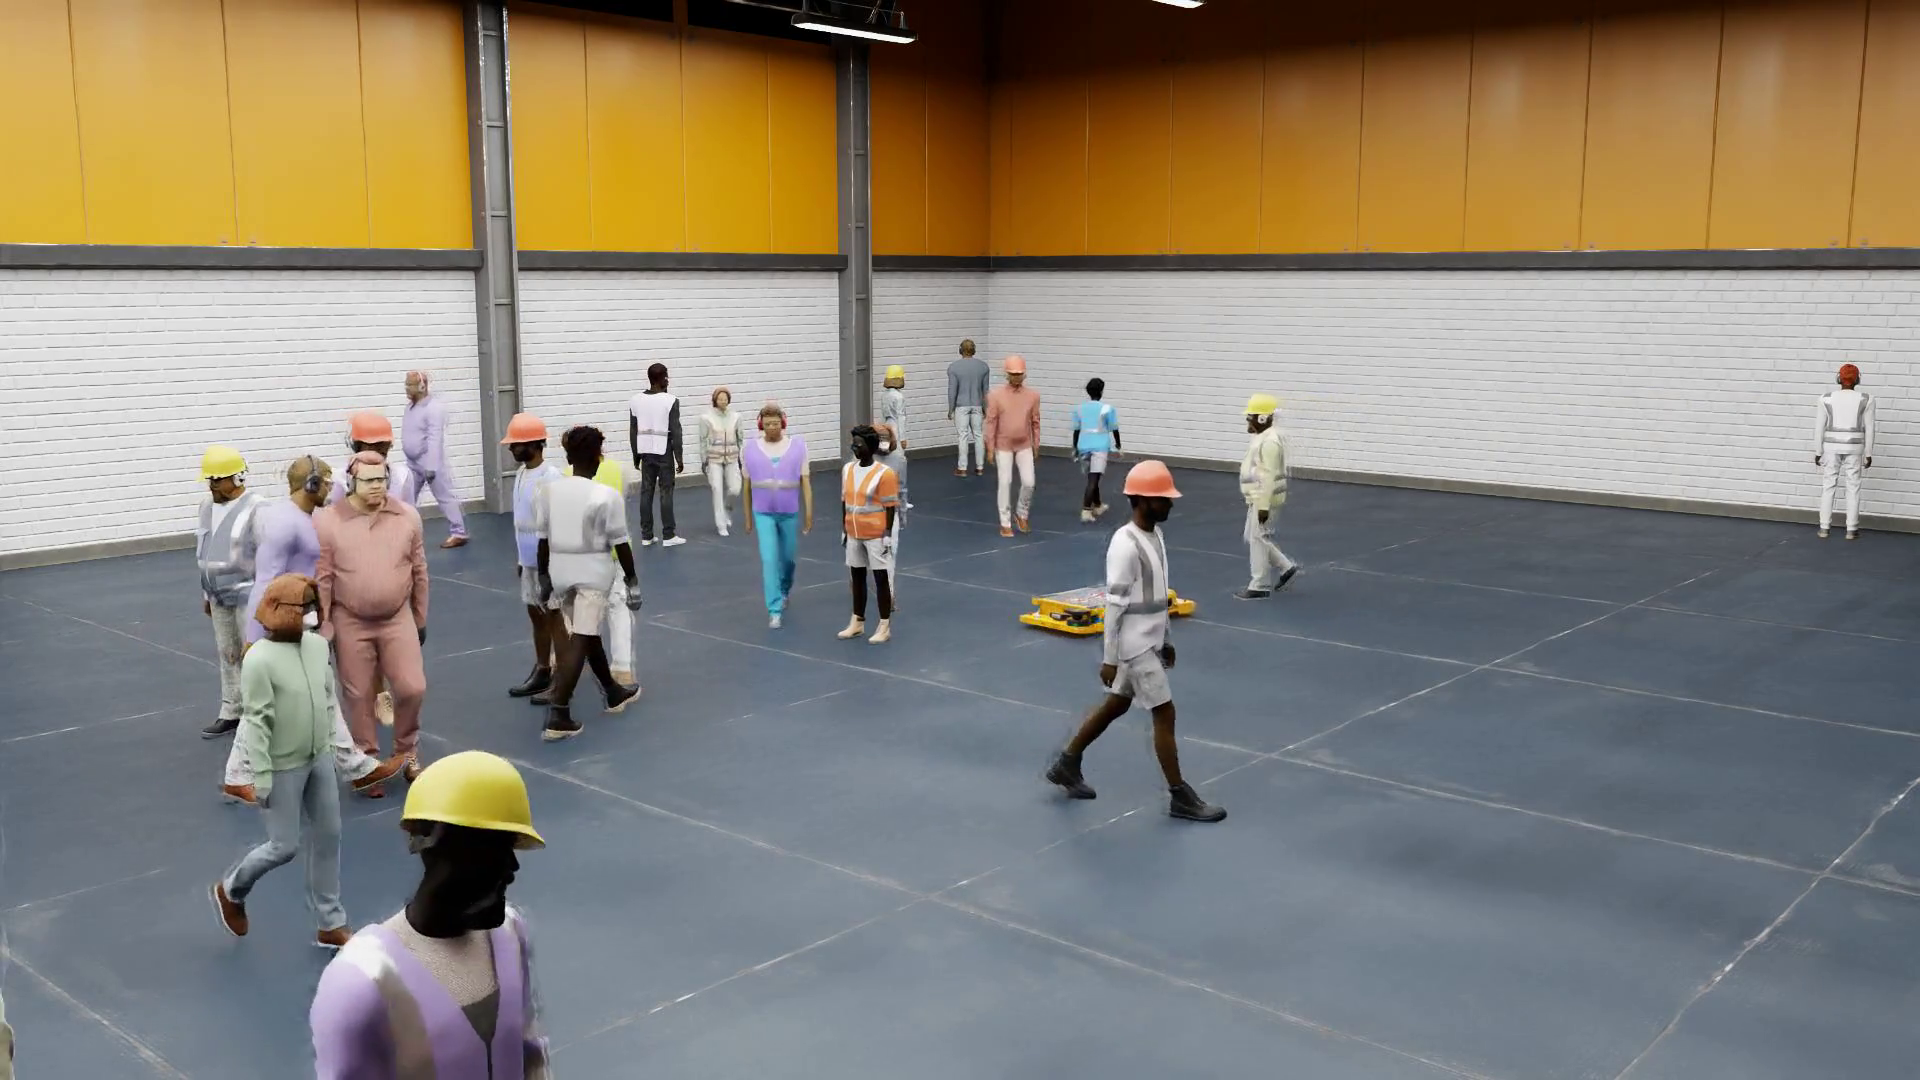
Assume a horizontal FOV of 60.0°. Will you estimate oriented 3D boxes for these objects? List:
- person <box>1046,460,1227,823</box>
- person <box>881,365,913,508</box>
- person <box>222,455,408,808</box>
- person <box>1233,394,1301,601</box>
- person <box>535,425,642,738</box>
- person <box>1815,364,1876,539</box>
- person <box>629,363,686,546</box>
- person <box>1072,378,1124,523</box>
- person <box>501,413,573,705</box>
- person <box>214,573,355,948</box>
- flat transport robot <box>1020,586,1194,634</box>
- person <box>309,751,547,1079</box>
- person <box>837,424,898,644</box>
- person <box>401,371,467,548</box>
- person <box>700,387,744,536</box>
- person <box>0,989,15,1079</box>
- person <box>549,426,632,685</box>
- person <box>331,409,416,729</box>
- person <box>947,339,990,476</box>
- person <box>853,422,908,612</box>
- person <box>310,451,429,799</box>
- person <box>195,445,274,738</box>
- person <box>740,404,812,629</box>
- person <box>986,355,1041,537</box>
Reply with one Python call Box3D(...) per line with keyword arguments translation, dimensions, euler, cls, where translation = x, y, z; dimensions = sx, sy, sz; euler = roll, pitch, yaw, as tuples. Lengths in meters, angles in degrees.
Box3D(translation=(0.894, 0.510, 8.755), dimensions=(1.014, 1.893, 0.555), euler=(4, 10, 22), cls="person")
Box3D(translation=(-0.787, -1.261, 20.312), dimensions=(0.295, 1.744, 0.489), euler=(-6, 11, -32), cls="person")
Box3D(translation=(-3.519, 0.492, 8.906), dimensions=(0.995, 1.867, 0.699), euler=(-2, 9, -14), cls="person")
Box3D(translation=(2.671, -0.365, 14.452), dimensions=(0.514, 1.815, 0.607), euler=(1, 9, 4), cls="person")
Box3D(translation=(-2.312, 0.235, 10.401), dimensions=(0.626, 1.910, 1.022), euler=(4, 10, 26), cls="person")
Box3D(translation=(9.526, -0.953, 17.926), dimensions=(0.574, 1.887, 0.356), euler=(6, 11, 32), cls="person")
Box3D(translation=(-3.181, -0.889, 17.437), dimensions=(0.597, 1.913, 0.370), euler=(3, 10, 20), cls="person")
Box3D(translation=(1.563, -1.037, 19.182), dimensions=(0.540, 1.649, 0.889), euler=(6, 11, 33), cls="person")
Box3D(translation=(-2.803, 0.125, 11.009), dimensions=(0.376, 1.934, 0.548), euler=(-7, 12, -38), cls="person")
Box3D(translation=(-2.810, 0.927, 6.938), dimensions=(0.609, 1.615, 0.511), euler=(3, 10, 18), cls="person")
Box3D(translation=(1.219, 0.537, 13.628), dimensions=(1.431, 0.197, 0.652), euler=(-8, 12, -43), cls="flat transport robot")
Box3D(translation=(-1.006, 1.382, 3.321), dimensions=(0.457, 1.876, 0.656), euler=(4, 10, 22), cls="person")
Box3D(translation=(-0.711, -0.046, 12.818), dimensions=(0.536, 1.696, 0.322), euler=(7, 11, 38), cls="person")
Box3D(translation=(-5.530, -0.797, 17.037), dimensions=(0.667, 1.853, 1.020), euler=(8, 12, 42), cls="person")
Box3D(translation=(-2.608, -0.861, 18.163), dimensions=(0.518, 1.627, 0.435), euler=(-4, 10, -25), cls="person")
Box3D(translation=(-2.499, 1.258, 3.788), dimensions=(0.618, 1.969, 0.806), euler=(3, 9, 16), cls="person")
Box3D(translation=(-2.611, 0.104, 11.586), dimensions=(0.896, 1.788, 0.646), euler=(6, 11, 35), cls="person")
Box3D(translation=(-3.749, 0.159, 10.544), dimensions=(0.713, 2.018, 0.612), euler=(7, 12, 39), cls="person")
Box3D(translation=(0.112, -1.862, 23.470), dimensions=(0.629, 1.940, 0.378), euler=(-3, 10, -20), cls="person")
Box3D(translation=(-0.711, -0.217, 14.165), dimensions=(0.505, 1.610, 0.602), euler=(-4, 10, -23), cls="person")
Box3D(translation=(-3.195, 0.457, 9.049), dimensions=(0.660, 1.891, 0.422), euler=(-6, 11, -32), cls="person")
Box3D(translation=(-4.392, 0.326, 10.096), dimensions=(0.591, 1.821, 0.404), euler=(5, 10, 27), cls="person")
Box3D(translation=(-1.508, -0.228, 13.641), dimensions=(0.573, 1.815, 0.856), euler=(-1, 9, -8), cls="person")
Box3D(translation=(0.583, -1.009, 18.009), dimensions=(0.626, 1.979, 0.439), euler=(-2, 9, -10), cls="person")
